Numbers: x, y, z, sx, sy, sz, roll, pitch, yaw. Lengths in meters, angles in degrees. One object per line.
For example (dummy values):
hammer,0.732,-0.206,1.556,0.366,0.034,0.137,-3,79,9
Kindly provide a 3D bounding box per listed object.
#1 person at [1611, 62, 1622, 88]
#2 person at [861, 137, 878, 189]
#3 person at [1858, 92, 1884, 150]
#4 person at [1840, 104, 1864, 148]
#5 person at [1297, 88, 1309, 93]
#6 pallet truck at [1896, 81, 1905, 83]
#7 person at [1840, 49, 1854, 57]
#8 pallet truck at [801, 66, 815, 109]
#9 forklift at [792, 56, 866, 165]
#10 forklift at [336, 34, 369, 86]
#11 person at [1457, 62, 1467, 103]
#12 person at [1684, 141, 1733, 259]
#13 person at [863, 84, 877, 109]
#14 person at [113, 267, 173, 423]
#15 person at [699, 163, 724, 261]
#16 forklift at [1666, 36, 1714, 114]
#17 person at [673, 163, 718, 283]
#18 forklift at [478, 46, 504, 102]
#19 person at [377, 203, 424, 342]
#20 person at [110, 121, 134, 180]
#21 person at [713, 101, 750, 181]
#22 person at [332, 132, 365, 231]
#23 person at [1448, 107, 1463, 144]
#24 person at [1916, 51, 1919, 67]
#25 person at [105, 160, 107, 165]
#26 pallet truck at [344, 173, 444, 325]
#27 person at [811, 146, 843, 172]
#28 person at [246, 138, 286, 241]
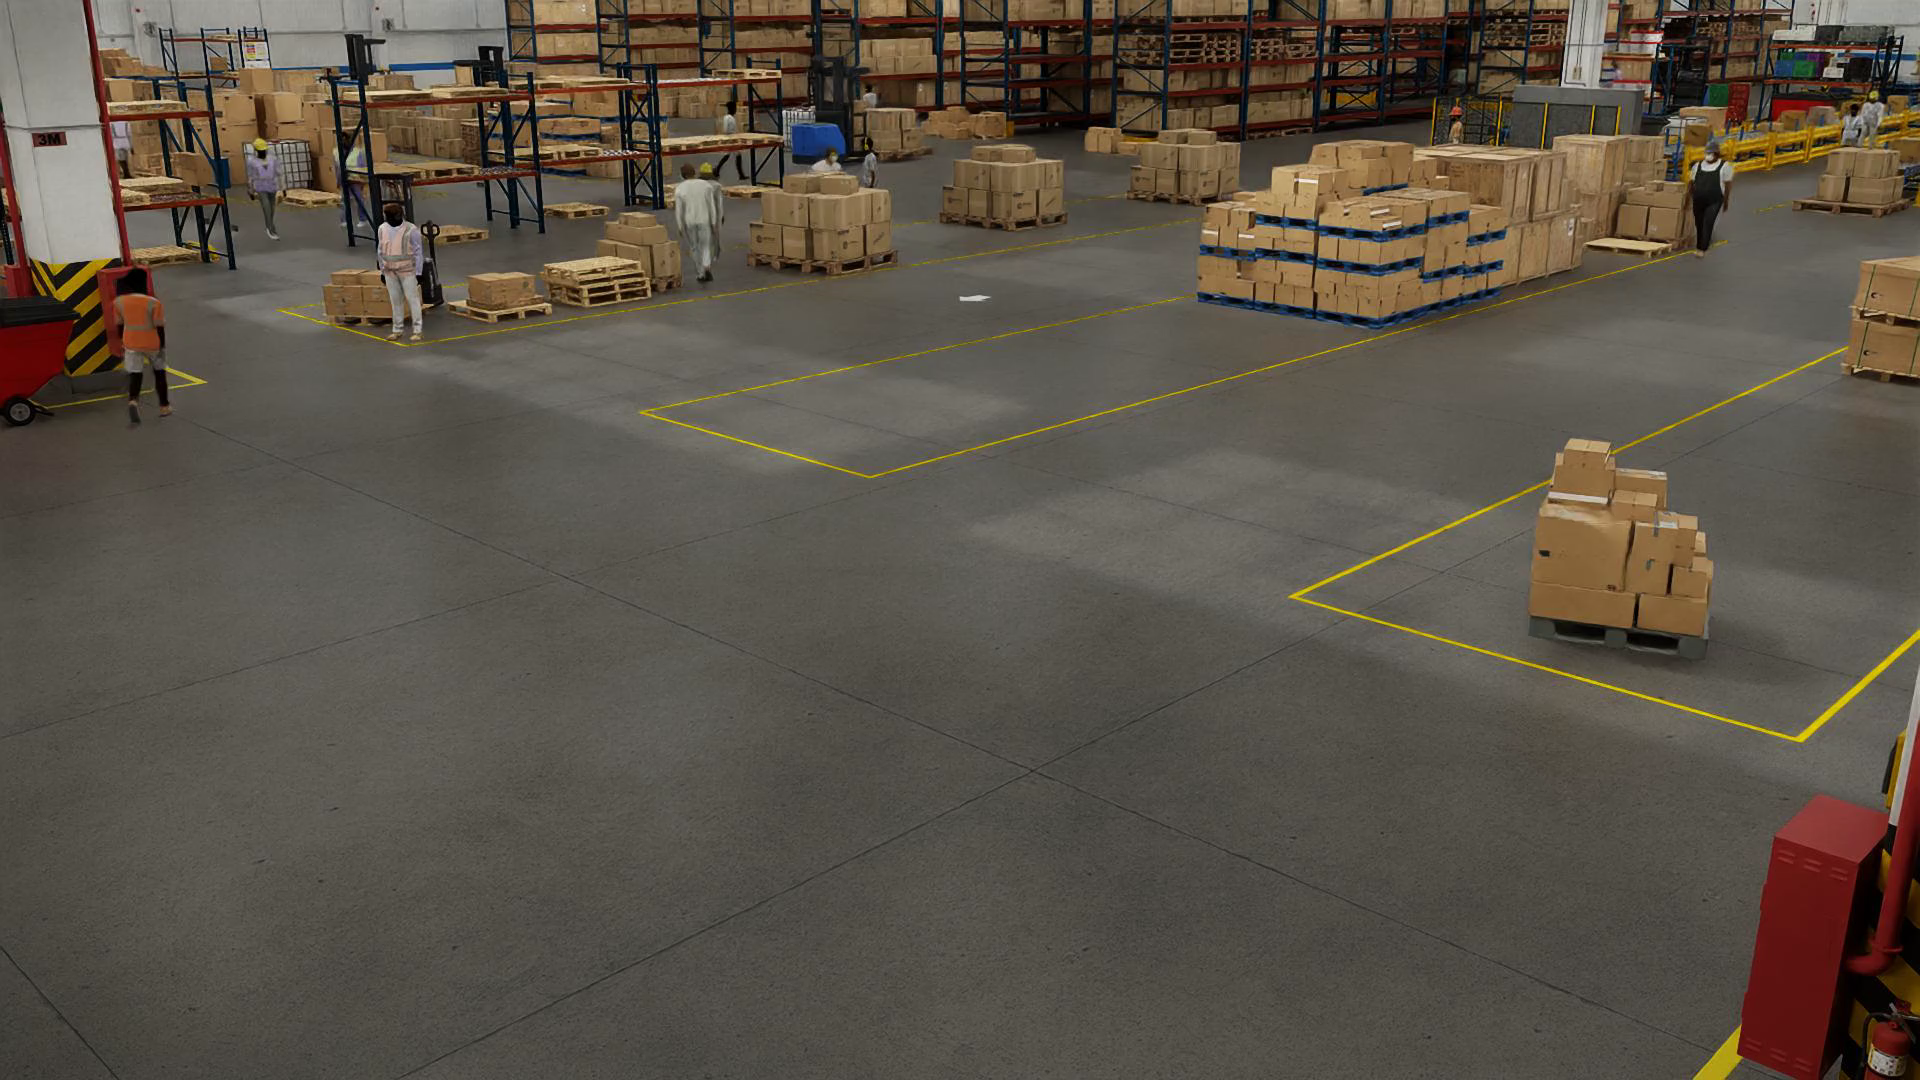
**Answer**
person,24.325,-16.808,61.932,0.738,1.919,0.633,-10,21,-28
person,-1.714,-6.658,31.434,0.332,1.865,0.520,-2,18,-7
person,25.334,-11.567,46.330,0.919,1.780,0.607,-17,25,-42
person,23.341,-10.568,43.544,0.886,1.655,0.540,-17,25,-41
person,12.652,-16.532,61.464,0.539,1.674,0.552,4,19,11
pallet truck,34.802,-16.331,61.455,0.653,1.274,1.630,17,25,41
person,40.833,-21.754,76.725,0.646,1.980,0.434,5,19,14
pallet truck,-4.812,-15.182,56.903,0.823,1.965,1.885,-9,21,-26
forklift,-3.484,-11.404,44.139,1.129,2.768,1.873,17,25,41
forklift,-23.499,-18.286,64.874,1.129,2.768,1.873,17,25,41
person,20.725,-18.870,68.590,0.379,1.617,0.531,-7,20,-21
person,12.970,-5.943,28.999,0.698,2.000,0.942,17,25,41
person,-2.657,-12.748,49.858,0.527,1.823,0.990,-10,21,-28
person,-8.851,-2.097,17.984,0.533,1.669,0.704,-3,19,-9
person,-4.289,-5.559,28.382,0.511,1.691,0.919,-3,19,-9
forklift,27.341,-17.291,61.877,1.129,2.768,1.873,17,25,41
person,-4.196,-5.023,26.435,0.689,1.905,0.462,-6,19,-19
forklift,-14.397,-13.832,51.456,1.129,2.768,1.873,17,25,41
person,-7.442,-3.554,22.116,0.631,1.839,0.428,4,19,13
person,-19.934,-9.373,39.564,0.912,1.905,0.548,14,23,36
person,-5.665,-9.738,40.612,0.918,1.942,0.609,-10,21,-28
person,-11.917,-7.002,32.462,0.616,1.861,0.990,0,18,1
person,11.340,-8.948,38.215,0.354,1.939,0.544,6,19,18
person,47.508,-23.543,82.359,0.660,1.827,0.639,6,19,16
person,-19.426,-8.501,37.104,0.956,1.796,0.580,13,23,35
pallet truck,-8.209,-4.181,23.757,0.823,1.965,1.885,3,19,9
person,-2.416,-6.139,29.901,0.634,1.852,1.107,-17,25,-42
person,-13.079,-6.616,31.295,0.586,1.879,0.968,-16,24,-39
